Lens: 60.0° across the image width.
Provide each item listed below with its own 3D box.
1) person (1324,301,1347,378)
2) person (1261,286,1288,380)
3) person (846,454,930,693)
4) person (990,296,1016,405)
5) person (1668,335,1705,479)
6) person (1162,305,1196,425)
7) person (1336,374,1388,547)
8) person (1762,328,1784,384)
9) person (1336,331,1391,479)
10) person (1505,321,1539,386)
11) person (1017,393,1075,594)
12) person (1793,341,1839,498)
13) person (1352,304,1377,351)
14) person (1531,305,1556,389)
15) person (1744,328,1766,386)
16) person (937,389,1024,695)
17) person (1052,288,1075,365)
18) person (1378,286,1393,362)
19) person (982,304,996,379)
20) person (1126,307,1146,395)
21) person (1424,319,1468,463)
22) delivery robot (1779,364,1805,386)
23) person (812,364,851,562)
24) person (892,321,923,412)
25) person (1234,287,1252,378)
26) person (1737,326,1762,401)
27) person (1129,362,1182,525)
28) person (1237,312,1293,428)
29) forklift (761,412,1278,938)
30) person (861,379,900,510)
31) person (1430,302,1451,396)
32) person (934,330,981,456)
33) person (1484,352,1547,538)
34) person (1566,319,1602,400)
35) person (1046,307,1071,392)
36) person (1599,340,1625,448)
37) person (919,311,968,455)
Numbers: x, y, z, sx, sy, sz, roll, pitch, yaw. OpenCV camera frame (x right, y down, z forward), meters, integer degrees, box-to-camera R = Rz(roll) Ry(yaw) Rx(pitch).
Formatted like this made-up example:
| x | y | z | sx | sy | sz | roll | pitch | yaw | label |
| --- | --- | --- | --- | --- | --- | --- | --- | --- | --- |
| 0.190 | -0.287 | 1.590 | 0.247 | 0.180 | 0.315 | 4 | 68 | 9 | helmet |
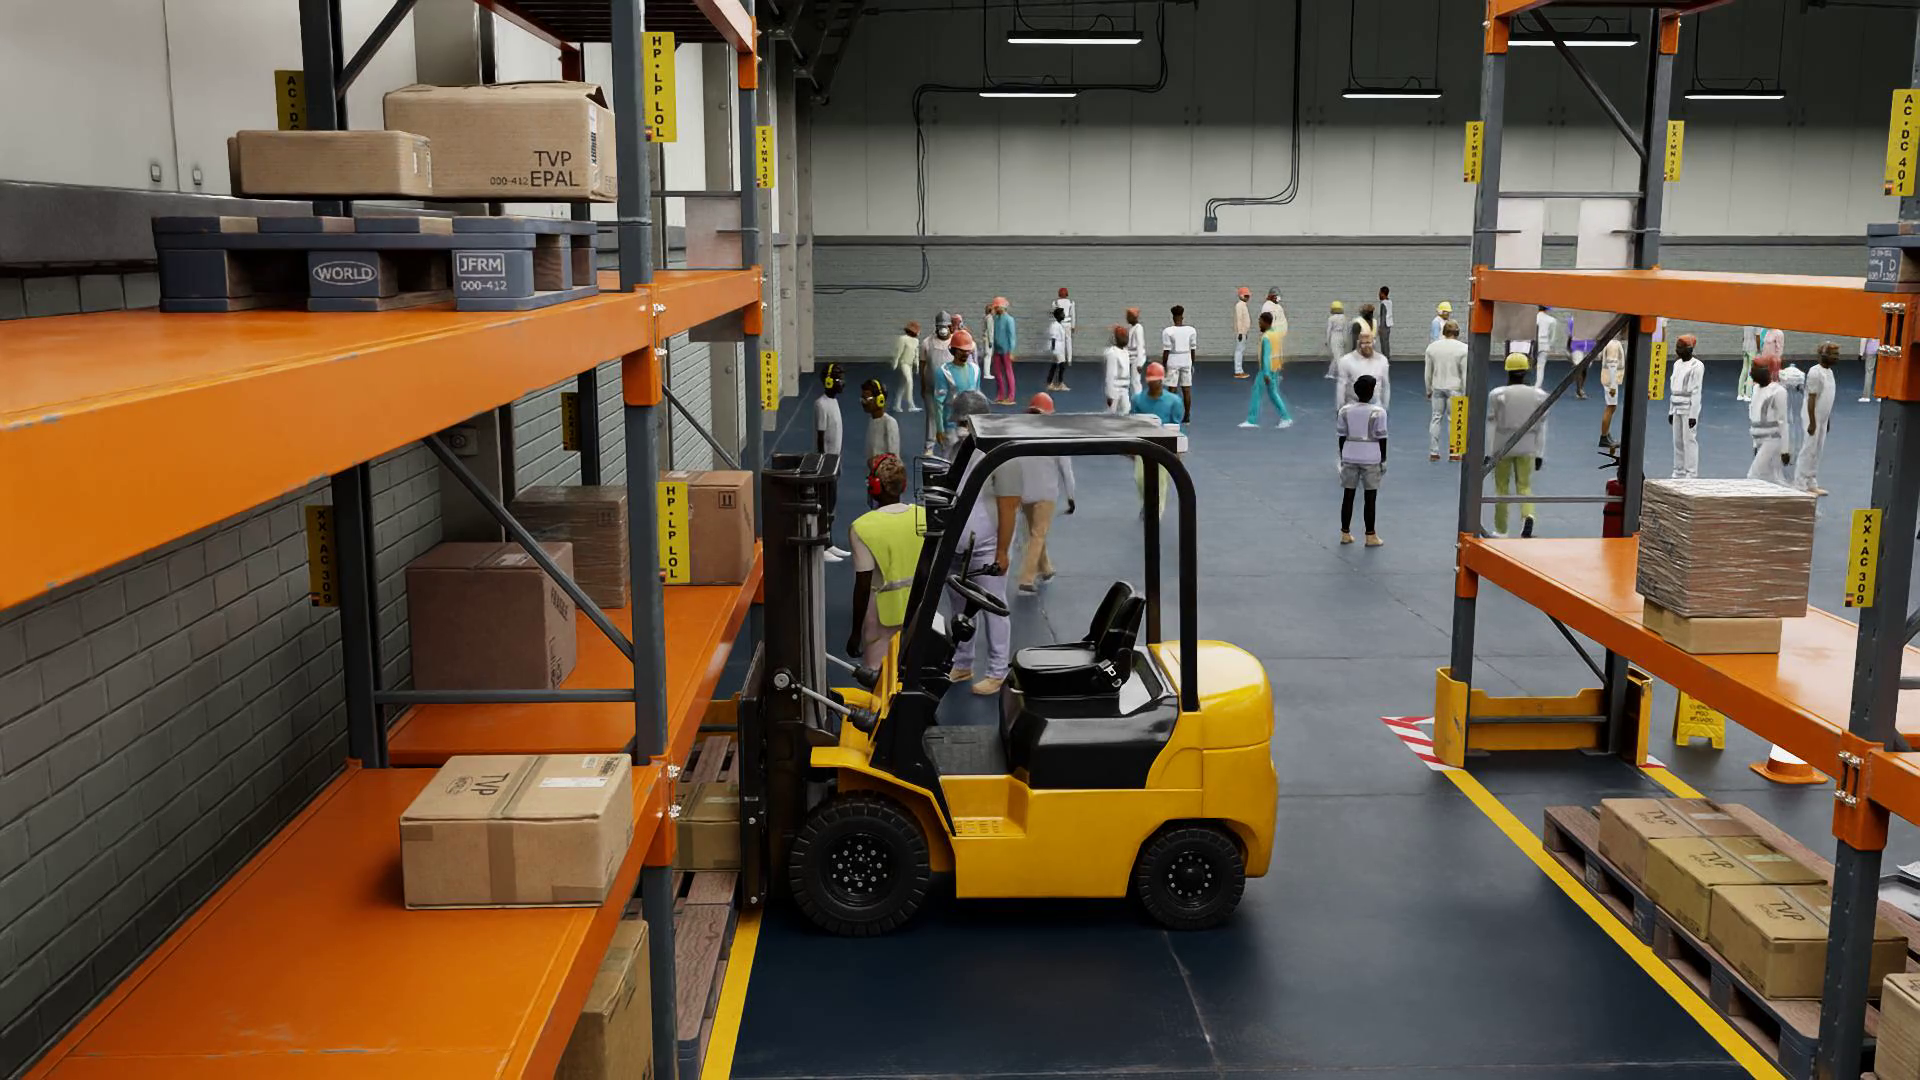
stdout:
| x | y | z | sx | sy | sz | roll | pitch | yaw | label |
| --- | --- | --- | --- | --- | --- | --- | --- | --- | --- |
| 8.233 | -4.349 | 36.223 | 0.495 | 1.713 | 0.838 | -6 | 12 | -29 | person |
| 6.796 | -4.456 | 35.885 | 0.537 | 2.000 | 0.683 | 6 | 12 | 32 | person |
| -0.374 | 0.451 | 9.099 | 0.389 | 1.843 | 0.566 | 9 | 14 | 43 | person |
| 0.782 | -3.484 | 30.612 | 0.403 | 1.990 | 0.628 | -6 | 12 | -32 | person |
| 8.789 | -1.550 | 20.172 | 0.355 | 1.876 | 0.574 | -1 | 10 | -5 | person |
| 3.554 | -2.841 | 27.114 | 0.601 | 1.958 | 0.380 | -3 | 11 | -18 | person |
| 3.953 | -0.775 | 16.338 | 0.533 | 1.697 | 0.318 | 8 | 13 | 38 | person |
| 14.256 | -3.128 | 29.255 | 0.311 | 1.769 | 0.522 | -1 | 10 | -3 | person |
| 5.047 | -1.675 | 20.813 | 0.652 | 1.889 | 0.452 | -2 | 10 | -10 | person |
| 10.221 | -3.385 | 30.287 | 0.588 | 1.912 | 0.386 | 6 | 12 | 30 | person |
| 0.691 | -0.409 | 14.282 | 0.586 | 1.701 | 0.915 | 6 | 12 | 28 | person |
| 10.036 | -1.403 | 19.460 | 0.504 | 1.838 | 0.343 | -9 | 13 | -41 | person |
| 7.679 | -3.618 | 31.836 | 0.662 | 1.820 | 0.563 | -9 | 13 | -41 | person |
| 11.155 | -3.706 | 32.170 | 0.628 | 1.876 | 1.019 | 2 | 10 | 9 | person |
| 16.565 | -4.115 | 34.572 | 0.339 | 1.833 | 0.522 | 6 | 12 | 32 | person |
| 0.075 | 0.001 | 11.052 | 0.535 | 2.000 | 0.680 | -9 | 14 | -41 | person |
| 2.501 | -5.171 | 40.309 | 0.575 | 1.882 | 0.359 | -1 | 10 | -4 | person |
| 10.162 | -5.099 | 39.806 | 0.391 | 1.920 | 0.588 | 5 | 11 | 27 | person |
| 0.640 | -4.335 | 36.357 | 0.317 | 1.629 | 0.508 | -1 | 10 | -3 | person |
| 3.022 | -3.048 | 28.512 | 0.357 | 1.874 | 0.590 | -1 | 10 | -3 | person |
| 6.615 | -2.020 | 22.601 | 0.628 | 1.939 | 0.374 | 8 | 13 | 37 | person |
| 16.548 | -3.261 | 33.097 | 0.477 | 0.478 | 0.707 | 2 | 10 | 13 | delivery robot |
| -1.221 | -0.724 | 15.604 | 0.319 | 1.862 | 0.508 | 2 | 10 | 9 | person |
| -0.885 | -3.027 | 29.148 | 0.703 | 1.589 | 0.569 | 5 | 11 | 27 | person |
| 6.235 | -4.586 | 36.736 | 0.381 | 1.994 | 0.617 | 3 | 11 | 18 | person |
| 14.876 | -3.531 | 31.238 | 0.327 | 1.863 | 0.511 | -2 | 10 | -8 | person |
| 2.031 | -0.995 | 17.438 | 0.582 | 1.735 | 0.371 | 3 | 11 | 16 | person |
| 4.957 | -2.722 | 26.722 | 0.889 | 1.885 | 0.602 | 5 | 11 | 26 | person |
| 0.291 | 0.548 | 7.580 | 2.313 | 2.155 | 1.214 | 0 | 10 | -2 | forklift |
| -0.657 | -0.415 | 13.901 | 0.337 | 1.860 | 0.500 | -5 | 11 | -26 | person |
| 9.352 | -3.708 | 32.306 | 0.403 | 1.828 | 0.595 | 7 | 12 | 34 | person |
| 0.006 | -1.255 | 18.050 | 0.614 | 2.038 | 0.395 | -8 | 13 | -38 | person |
| 5.499 | -0.902 | 16.470 | 0.587 | 1.908 | 0.686 | 1 | 10 | 3 | person |
| 11.921 | -3.651 | 31.763 | 0.621 | 1.910 | 1.051 | 1 | 10 | 7 | person |
| 2.009 | -3.790 | 33.163 | 0.659 | 1.676 | 0.548 | 2 | 10 | 12 | person |
| 9.529 | -2.297 | 24.196 | 0.389 | 1.923 | 0.549 | 4 | 11 | 21 | person |
| -0.227 | -2.122 | 22.883 | 0.674 | 2.000 | 0.536 | 0 | 10 | 0 | person |
